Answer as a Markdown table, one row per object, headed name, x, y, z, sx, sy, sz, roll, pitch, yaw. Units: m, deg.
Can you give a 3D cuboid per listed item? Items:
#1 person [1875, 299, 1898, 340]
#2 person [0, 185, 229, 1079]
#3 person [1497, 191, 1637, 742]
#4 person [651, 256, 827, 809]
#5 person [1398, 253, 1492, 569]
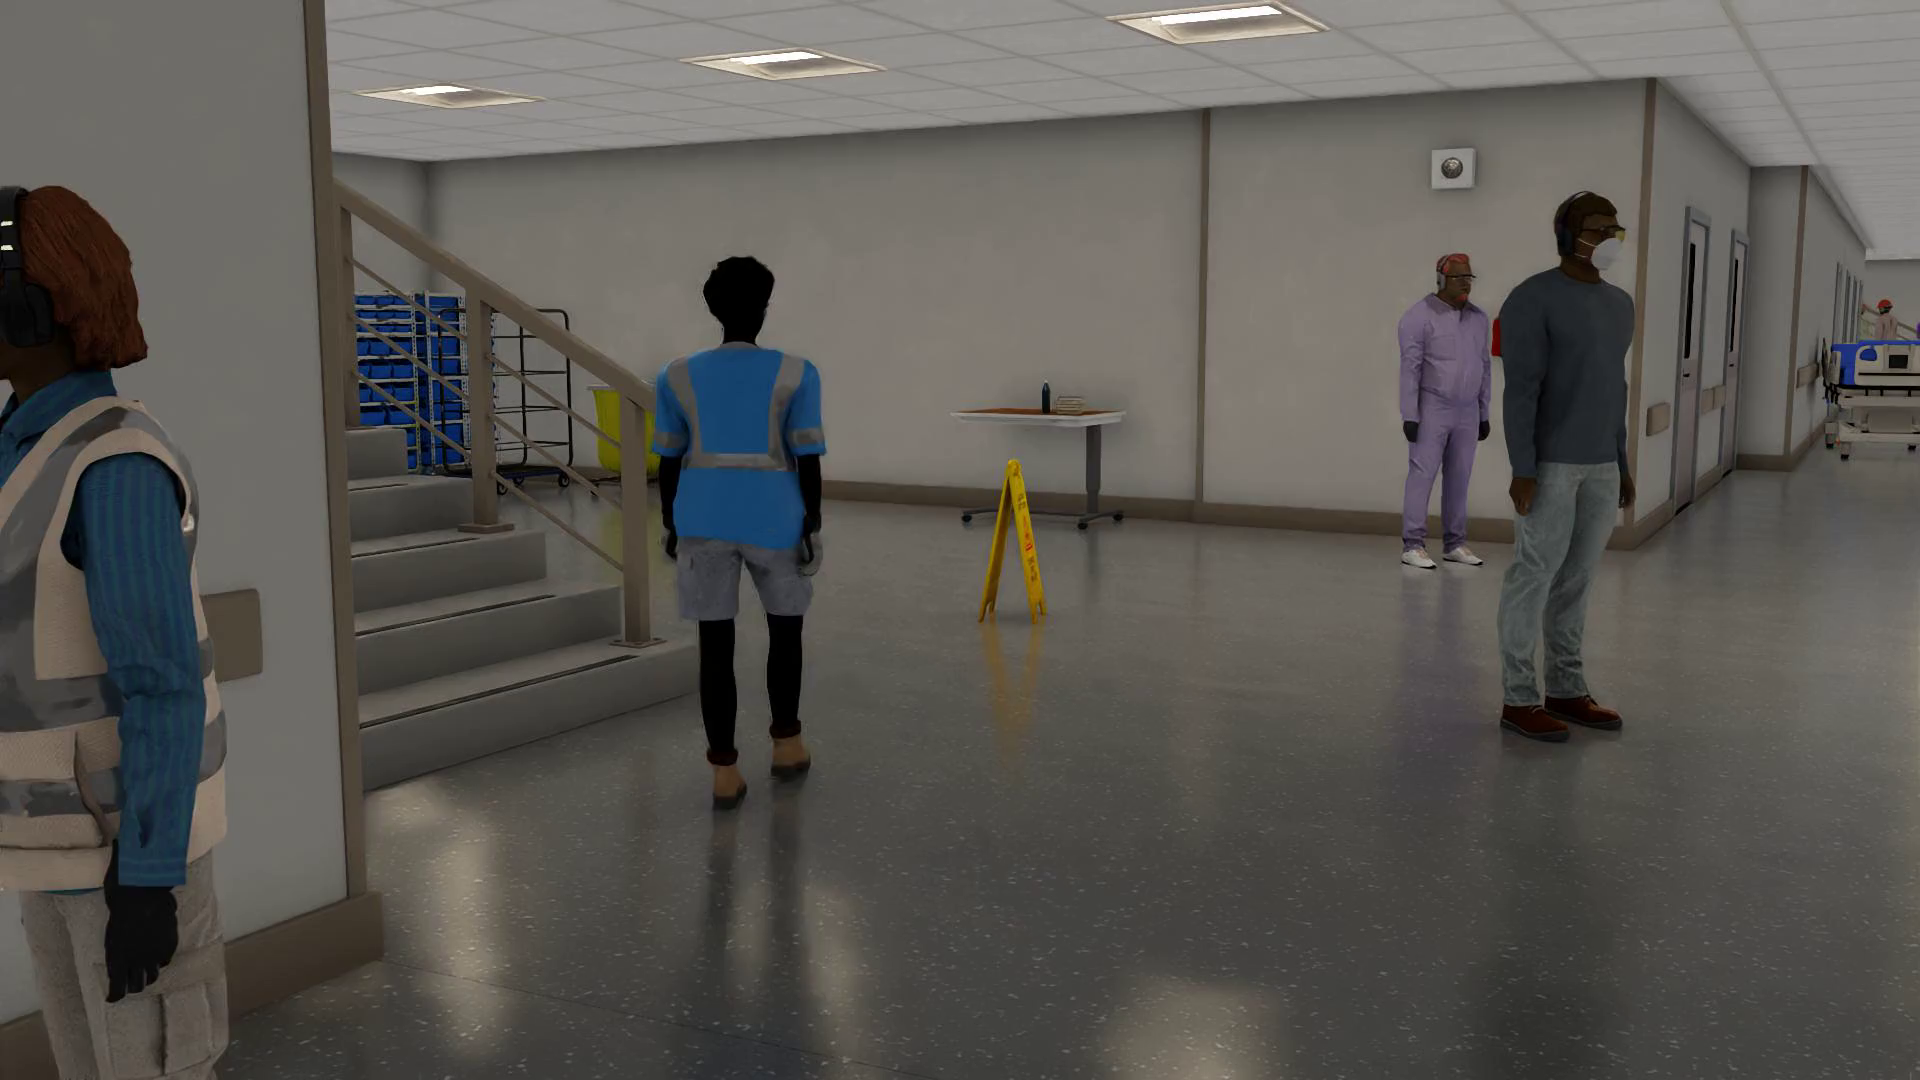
| name | x | y | z | sx | sy | sz | roll | pitch | yaw |
| --- | --- | --- | --- | --- | --- | --- | --- | --- | --- |
| person | 19.442 | -4.066 | 35.020 | 0.623 | 1.989 | 0.401 | -3 | 8 | -24 |
| person | -1.080 | 0.392 | 2.079 | 0.314 | 1.636 | 0.517 | -7 | 10 | -42 |
| person | 2.187 | -0.263 | 5.964 | 0.627 | 1.941 | 0.370 | -5 | 9 | -32 |
| person | -0.677 | -0.041 | 5.225 | 0.551 | 1.669 | 0.676 | 0 | 7 | 1 |
| person | 2.956 | -0.774 | 10.074 | 0.646 | 1.900 | 0.399 | -3 | 8 | -23 |
